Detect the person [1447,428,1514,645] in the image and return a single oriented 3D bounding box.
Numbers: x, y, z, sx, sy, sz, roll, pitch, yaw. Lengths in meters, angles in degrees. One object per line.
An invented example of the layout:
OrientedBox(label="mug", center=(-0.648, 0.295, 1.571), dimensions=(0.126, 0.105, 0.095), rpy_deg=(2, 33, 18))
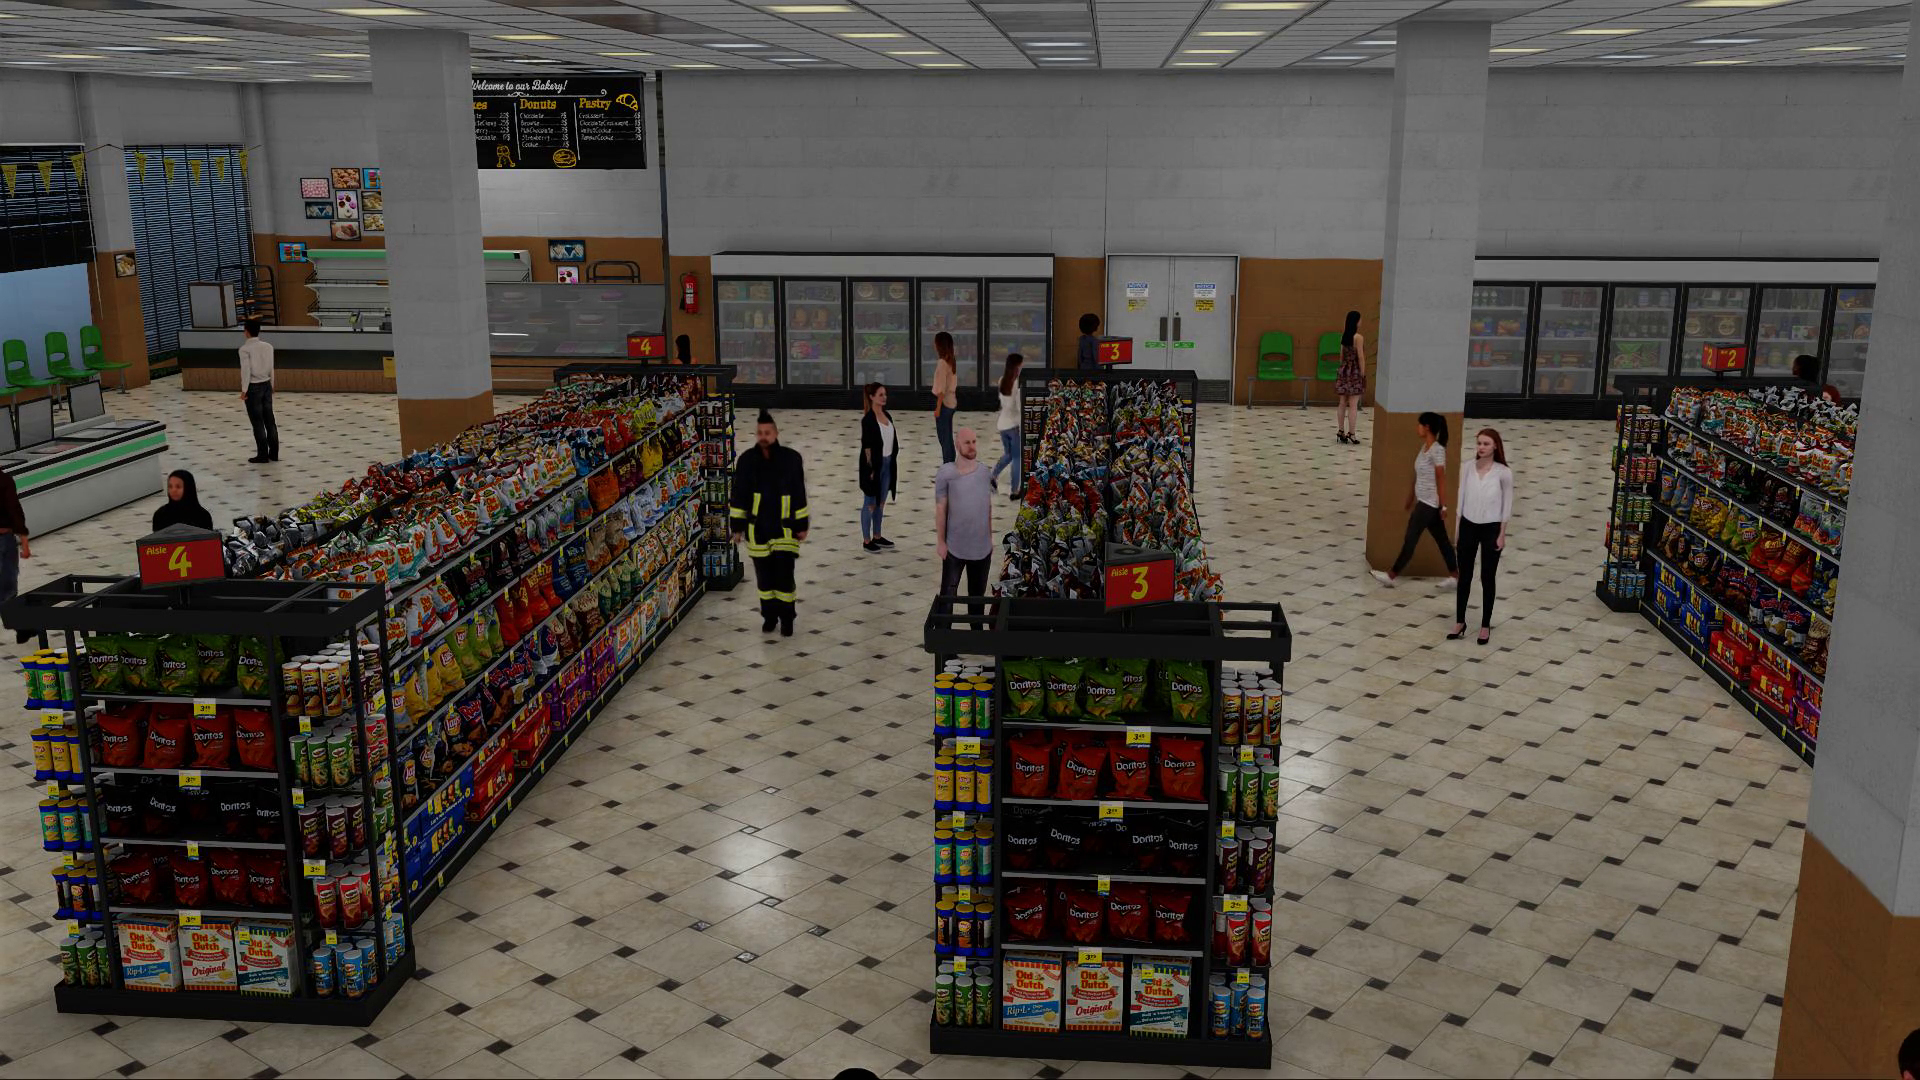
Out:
OrientedBox(label="person", center=(4.220, -0.036, 13.464), dimensions=(0.664, 1.758, 0.683), rpy_deg=(11, 17, 38))

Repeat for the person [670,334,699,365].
OrientedBox(label="person", center=(-3.428, -1.749, 20.730), dimensions=(0.712, 1.661, 0.628), rpy_deg=(12, 18, 42))

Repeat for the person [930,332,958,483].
OrientedBox(label="person", center=(-0.170, -1.580, 19.757), dimensions=(0.685, 1.792, 0.517), rpy_deg=(4, 14, 15))

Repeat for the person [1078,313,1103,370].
OrientedBox(label="person", center=(1.750, -2.214, 22.545), dimensions=(0.721, 1.711, 0.630), rpy_deg=(-8, 16, -30))

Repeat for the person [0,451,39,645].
OrientedBox(label="person", center=(-7.655, 0.056, 13.096), dimensions=(0.737, 1.752, 1.116), rpy_deg=(3, 14, 12))

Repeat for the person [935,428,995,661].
OrientedBox(label="person", center=(0.048, 0.019, 13.065), dimensions=(0.757, 1.838, 0.784), rpy_deg=(-8, 16, -30))

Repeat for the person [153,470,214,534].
OrientedBox(label="person", center=(-5.826, 0.258, 12.604), dimensions=(0.585, 1.591, 1.078), rpy_deg=(1, 14, 4))

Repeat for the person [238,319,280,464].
OrientedBox(label="person", center=(-8.842, -1.884, 20.970), dimensions=(0.795, 1.811, 0.621), rpy_deg=(6, 15, 24))

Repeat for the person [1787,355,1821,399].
OrientedBox(label="person", center=(9.141, -1.167, 18.188), dimensions=(0.706, 1.728, 0.741), rpy_deg=(-8, 16, -30))

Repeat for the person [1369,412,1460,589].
OrientedBox(label="person", center=(4.315, -0.311, 14.942), dimensions=(0.688, 1.595, 1.029), rpy_deg=(0, 14, -2))

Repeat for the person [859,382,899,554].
OrientedBox(label="person", center=(-0.835, -0.730, 16.485), dimensions=(0.776, 1.682, 0.659), rpy_deg=(9, 16, 32))

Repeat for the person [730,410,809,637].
OrientedBox(label="person", center=(-1.540, -0.166, 13.795), dimensions=(0.775, 1.855, 0.736), rpy_deg=(1, 14, 4))

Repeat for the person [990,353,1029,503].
OrientedBox(label="person", center=(0.525, -1.238, 18.581), dimensions=(0.912, 1.681, 0.864), rpy_deg=(-9, 16, -31))

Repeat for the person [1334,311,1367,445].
OrientedBox(label="person", center=(5.238, -2.178, 22.260), dimensions=(0.860, 1.774, 0.783), rpy_deg=(-8, 16, -28))
